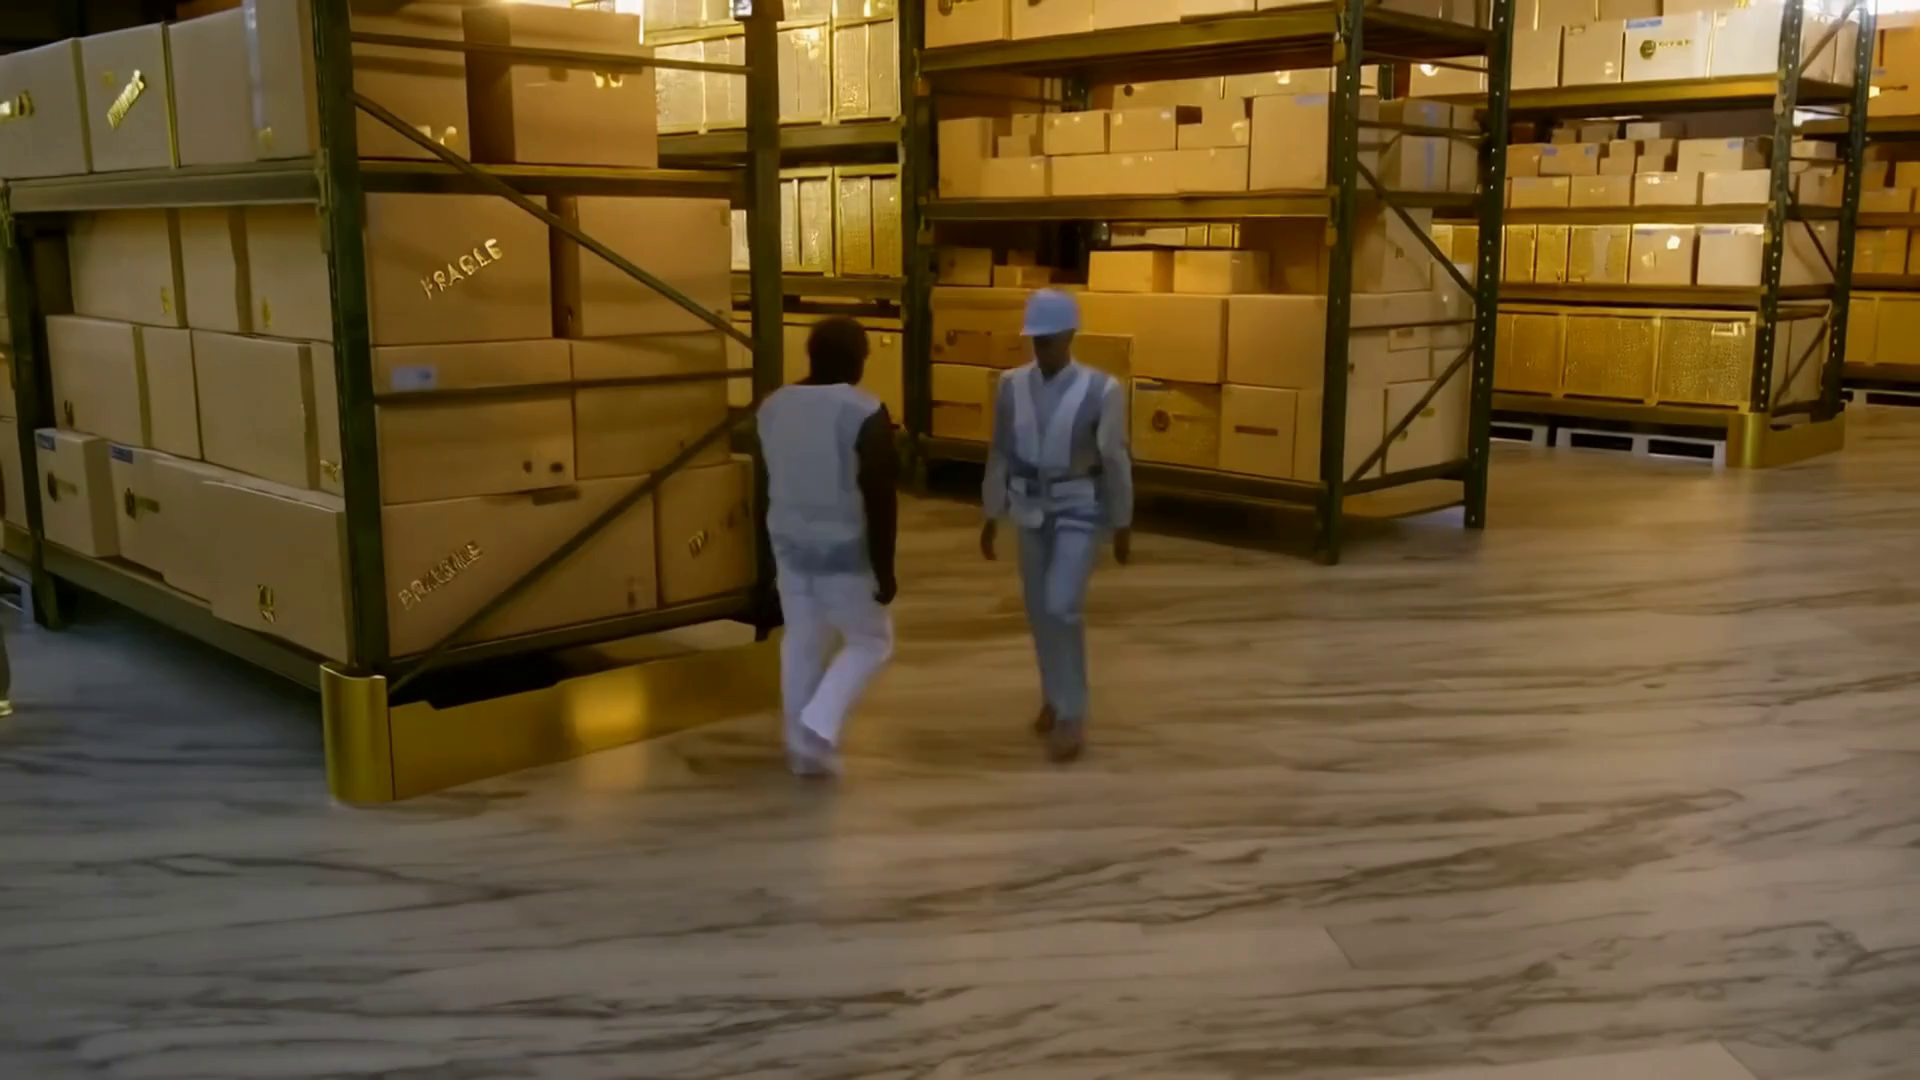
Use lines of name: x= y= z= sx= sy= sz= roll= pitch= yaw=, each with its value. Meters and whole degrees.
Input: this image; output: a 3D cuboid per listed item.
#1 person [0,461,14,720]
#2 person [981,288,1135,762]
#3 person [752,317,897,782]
person: x=-4.436 y=-0.058 z=7.218 sx=0.533 sy=1.765 sz=0.325 roll=-9 pitch=14 yaw=-42
person: x=0.357 y=-0.067 z=6.858 sx=0.594 sy=1.905 sz=0.890 roll=6 pitch=12 yaw=30
person: x=-0.522 y=0.063 z=6.386 sx=0.679 sy=1.821 sz=0.471 roll=7 pitch=12 yaw=33
